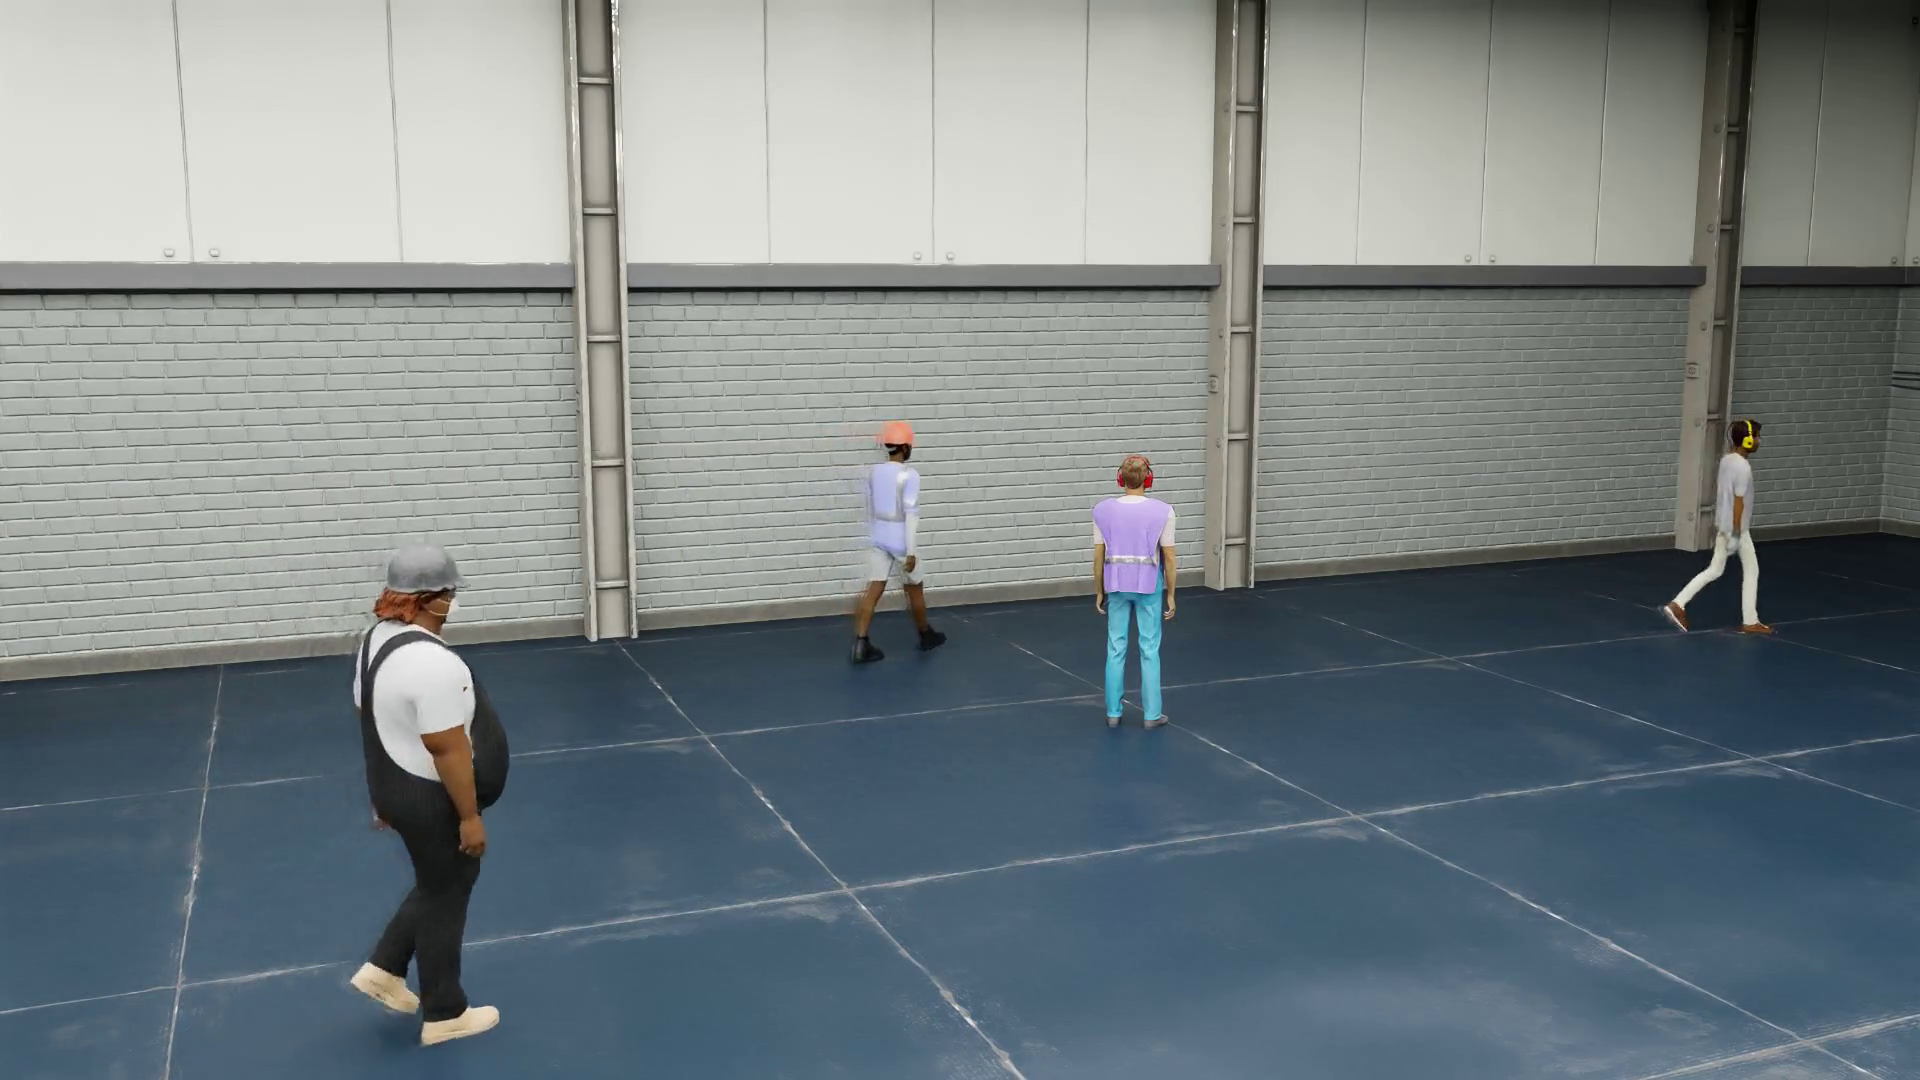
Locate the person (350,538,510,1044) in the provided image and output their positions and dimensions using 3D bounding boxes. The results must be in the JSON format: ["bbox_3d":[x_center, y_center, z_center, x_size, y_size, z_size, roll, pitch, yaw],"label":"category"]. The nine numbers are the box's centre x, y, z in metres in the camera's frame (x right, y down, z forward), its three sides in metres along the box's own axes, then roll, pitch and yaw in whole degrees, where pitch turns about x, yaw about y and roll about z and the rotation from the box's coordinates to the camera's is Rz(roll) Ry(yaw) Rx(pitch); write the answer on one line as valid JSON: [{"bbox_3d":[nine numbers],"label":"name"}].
[{"bbox_3d":[-2.047,0.982,6.553,0.541,2.000,0.692,-6,11,-33],"label":"person"}]

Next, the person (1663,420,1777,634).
[{"bbox_3d":[6.464,-0.107,14.048,0.887,1.841,0.519,0,9,0],"label":"person"}]

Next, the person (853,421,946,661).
[{"bbox_3d":[-0.508,0.002,13.187,0.558,1.886,1.023,7,12,39],"label":"person"}]

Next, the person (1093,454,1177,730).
[{"bbox_3d":[1.160,0.352,11.102,0.566,1.850,0.389,3,9,17],"label":"person"}]
